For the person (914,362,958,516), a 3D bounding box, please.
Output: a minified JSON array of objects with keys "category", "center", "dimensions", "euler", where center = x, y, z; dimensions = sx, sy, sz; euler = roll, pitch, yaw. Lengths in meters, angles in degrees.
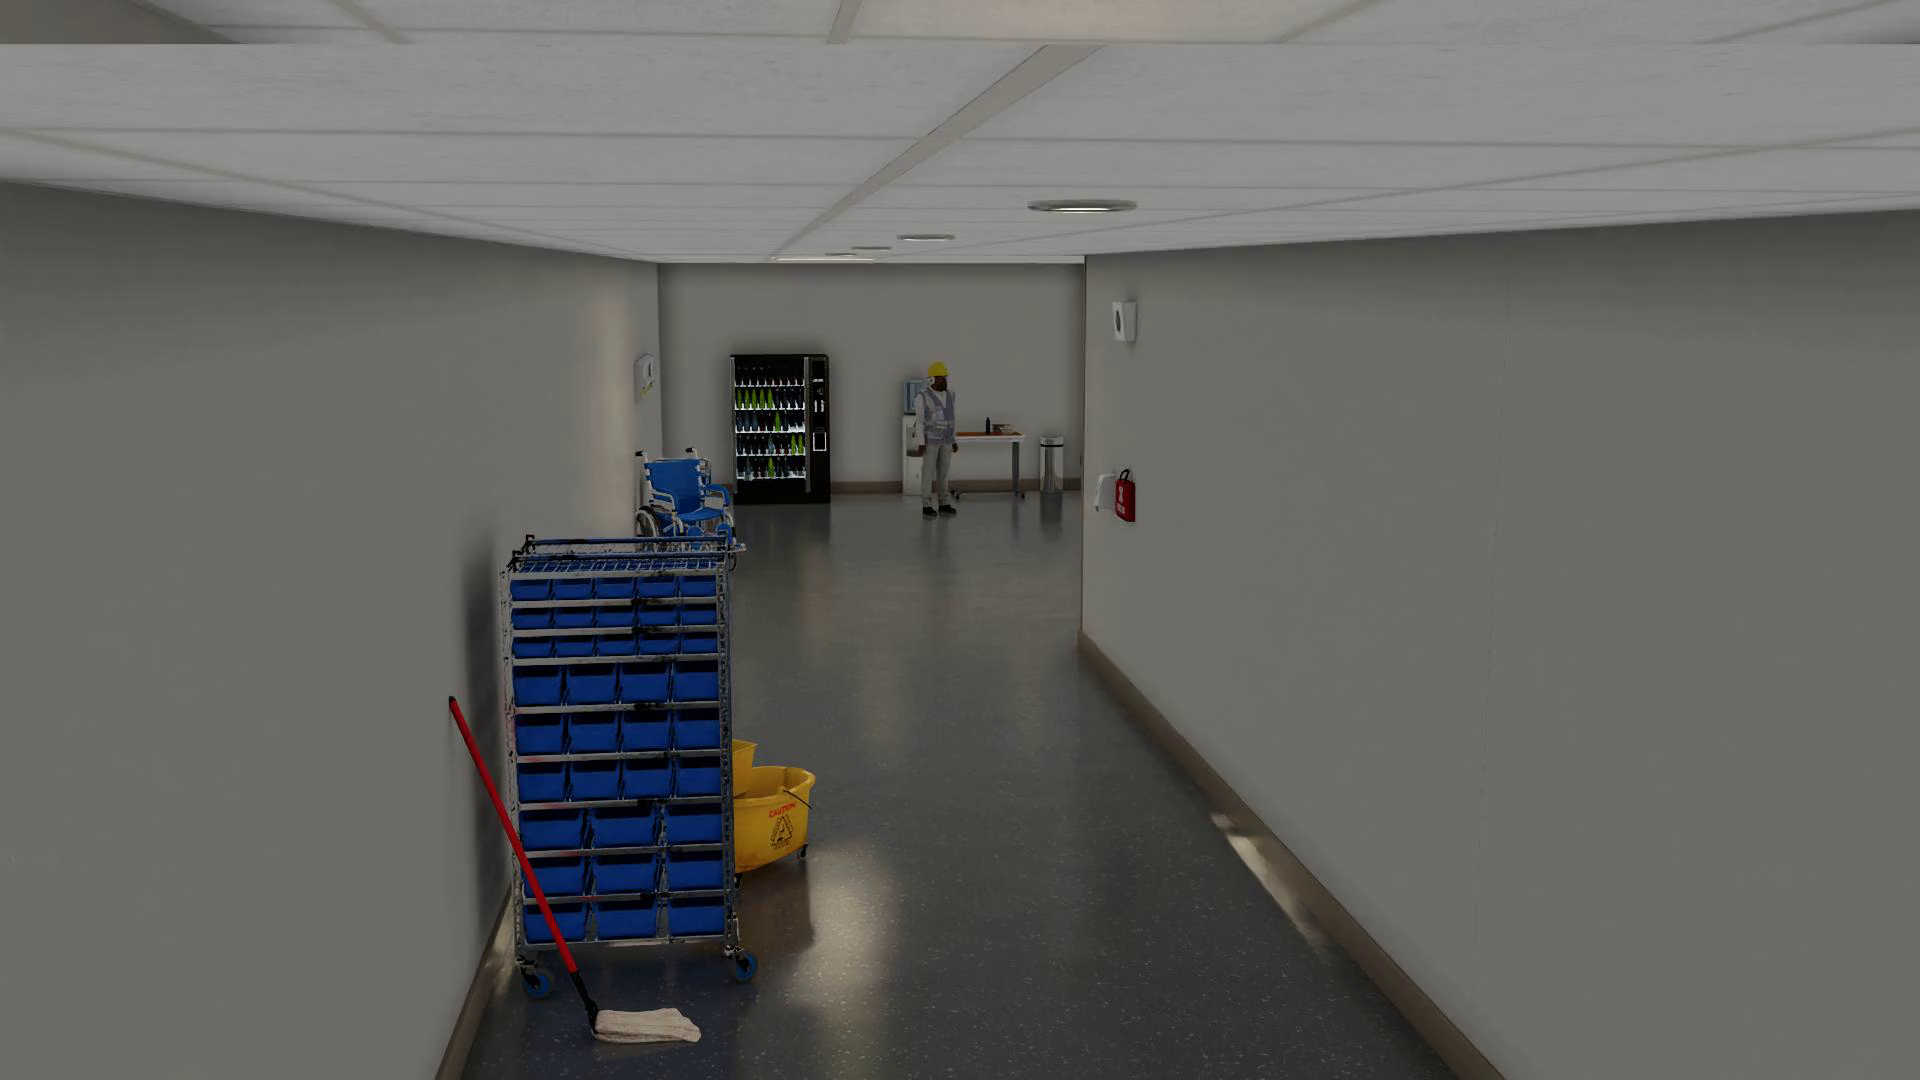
[{"category":"person","center":[-0.263,-1.211,19.915],"dimensions":[0.595,1.836,0.404],"euler":[-8,12,-40]}]
